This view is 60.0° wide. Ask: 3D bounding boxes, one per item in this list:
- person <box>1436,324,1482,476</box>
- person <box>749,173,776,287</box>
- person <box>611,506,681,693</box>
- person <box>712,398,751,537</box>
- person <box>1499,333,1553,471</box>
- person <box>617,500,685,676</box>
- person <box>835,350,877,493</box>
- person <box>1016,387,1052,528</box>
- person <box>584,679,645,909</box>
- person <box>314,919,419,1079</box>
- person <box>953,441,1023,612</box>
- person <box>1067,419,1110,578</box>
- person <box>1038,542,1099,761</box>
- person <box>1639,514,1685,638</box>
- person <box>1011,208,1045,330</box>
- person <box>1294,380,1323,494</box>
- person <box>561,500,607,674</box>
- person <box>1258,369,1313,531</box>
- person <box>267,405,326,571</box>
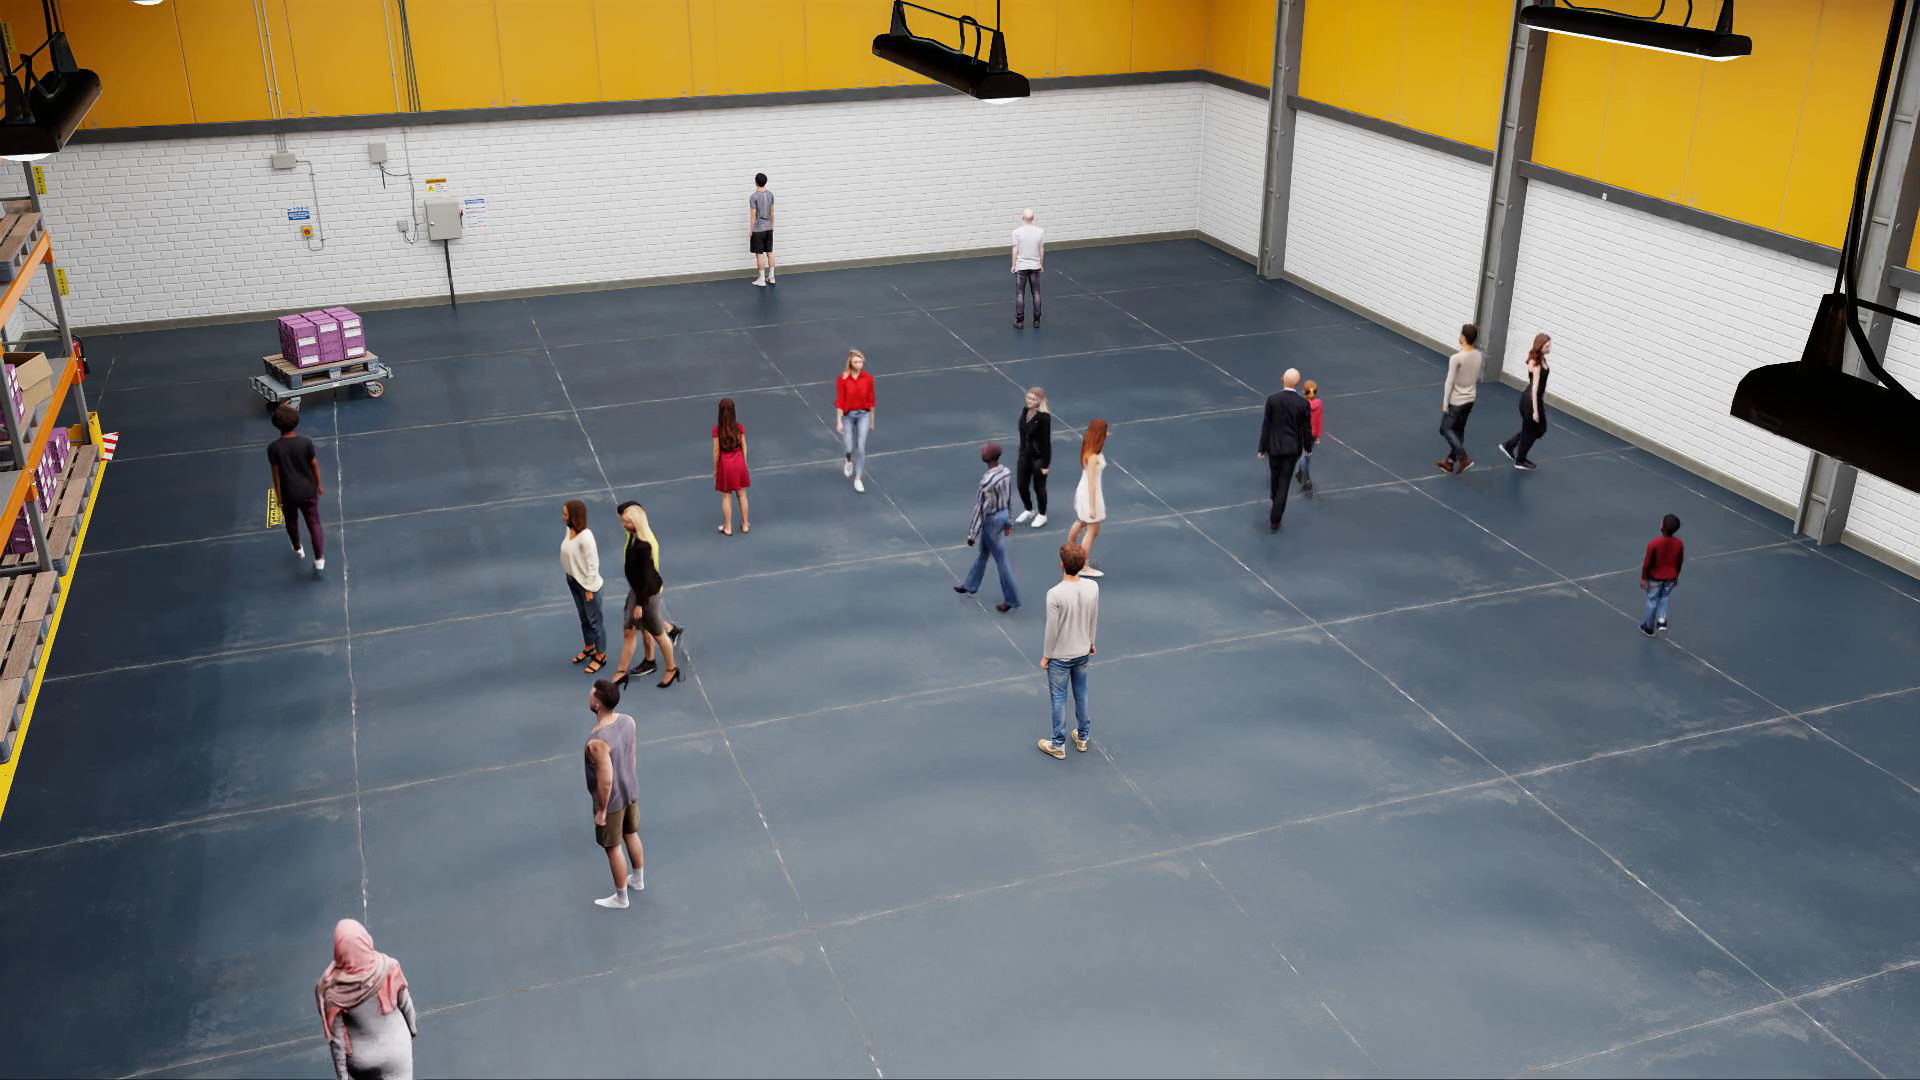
[{"bbox_3d":[5.947,-1.608,19.597,0.728,1.853,0.930,-12,26,-26],"label":"person"},{"bbox_3d":[-3.299,-5.195,27.782,0.703,1.871,0.733,22,32,40],"label":"person"},{"bbox_3d":[-2.700,0.521,14.771,0.732,1.818,0.886,-11,26,-23],"label":"person"},{"bbox_3d":[-2.501,-0.810,18.147,0.537,1.552,0.589,-9,25,-19],"label":"person"},{"bbox_3d":[6.735,-1.651,19.855,0.894,1.727,0.834,10,25,21],"label":"person"},{"bbox_3d":[-2.821,0.397,15.221,0.821,1.685,0.867,-16,28,-31],"label":"person"},{"bbox_3d":[-1.233,-1.418,19.358,0.663,1.698,0.771,-6,24,-13],"label":"person"},{"bbox_3d":[0.857,-0.907,18.246,0.821,1.652,0.734,-17,29,-34],"label":"person"},{"bbox_3d":[-2.474,1.816,11.909,0.793,1.846,0.707,9,25,19],"label":"person"},{"bbox_3d":[-3.225,2.954,9.292,0.691,1.749,1.205,-10,26,-22],"label":"person"},{"bbox_3d":[0.424,-0.089,16.233,1.127,1.765,1.063,11,26,23],"label":"person"},{"bbox_3d":[1.329,-0.452,17.150,0.882,1.695,0.748,1,24,1],"label":"person"},{"bbox_3d":[0.907,0.914,13.764,0.699,1.904,0.613,-12,26,-26],"label":"person"},{"bbox_3d":[6.716,0.359,15.849,0.560,1.251,0.560,-2,24,-4],"label":"person"},{"bbox_3d":[1.029,-4.162,25.469,0.687,1.831,0.602,-5,24,-12],"label":"person"},{"bbox_3d":[4.042,-1.183,19.328,0.633,1.291,0.941,-4,24,-10],"label":"person"},{"bbox_3d":[-3.428,0.394,15.234,0.729,1.680,0.578,-16,29,-33],"label":"person"},{"bbox_3d":[3.545,-0.960,18.237,1.151,1.756,1.257,8,25,18],"label":"person"},{"bbox_3d":[-6.829,-0.497,17.181,0.767,1.753,1.164,-13,27,-27],"label":"person"}]
